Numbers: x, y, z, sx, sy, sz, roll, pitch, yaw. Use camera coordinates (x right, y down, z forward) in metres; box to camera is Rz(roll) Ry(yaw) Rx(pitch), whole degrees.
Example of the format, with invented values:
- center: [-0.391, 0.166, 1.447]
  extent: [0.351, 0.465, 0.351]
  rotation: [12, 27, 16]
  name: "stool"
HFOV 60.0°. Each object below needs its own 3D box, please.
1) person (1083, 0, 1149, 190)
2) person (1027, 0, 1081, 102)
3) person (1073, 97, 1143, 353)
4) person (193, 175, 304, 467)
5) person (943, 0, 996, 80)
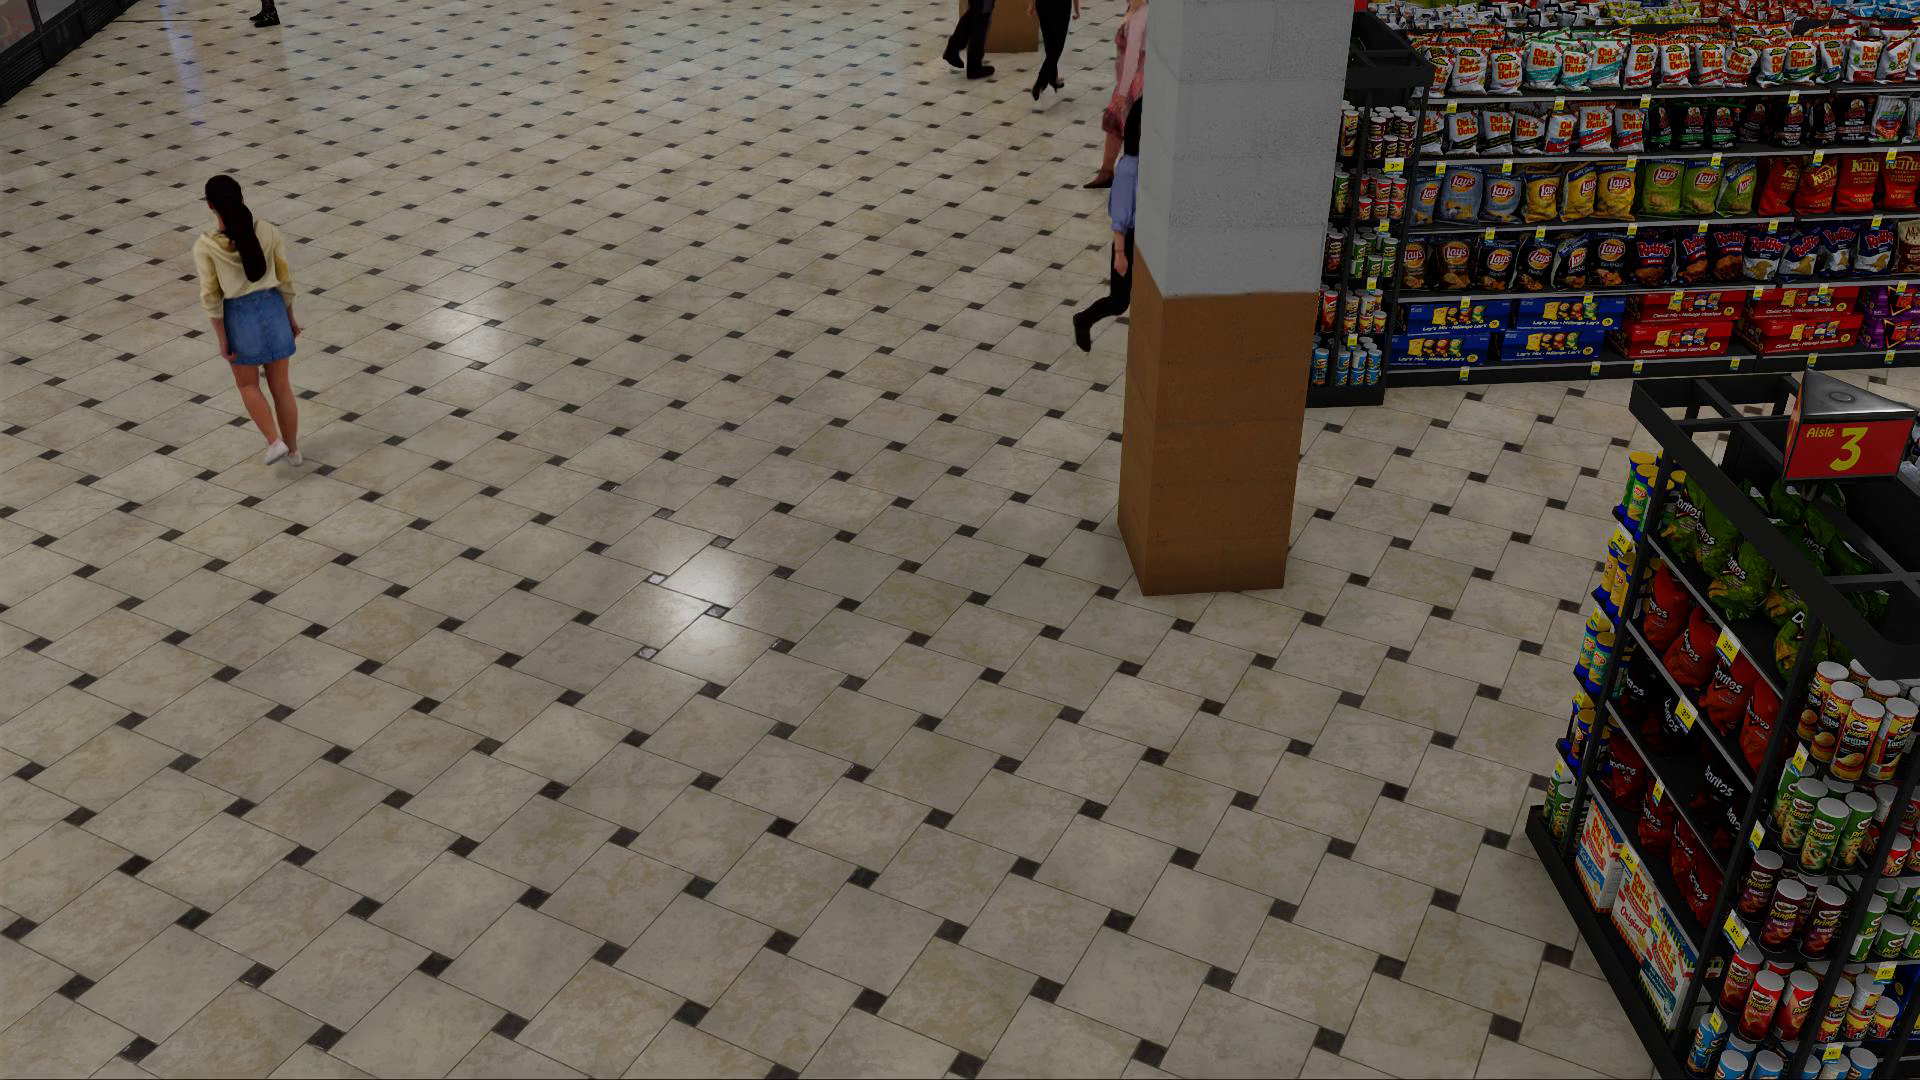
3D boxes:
- center: [1.364, -3.354, 12.279]
  extent: [0.947, 1.676, 0.690]
  rotation: [2, 32, 4]
  name: "person"
- center: [0.779, -4.544, 14.287]
  extent: [1.030, 1.575, 0.976]
  rotation: [13, 34, 19]
  name: "person"
- center: [0.972, -1.680, 9.548]
  extent: [1.114, 1.720, 1.065]
  rotation: [-23, 38, -32]
  name: "person"
- center: [-3.649, -1.088, 8.686]
  extent: [0.783, 1.624, 0.849]
  rotation: [-21, 38, -30]
  name: "person"
- center: [0.102, -4.997, 14.779]
  extent: [0.903, 1.825, 0.877]
  rotation: [-22, 38, -31]
  name: "person"
